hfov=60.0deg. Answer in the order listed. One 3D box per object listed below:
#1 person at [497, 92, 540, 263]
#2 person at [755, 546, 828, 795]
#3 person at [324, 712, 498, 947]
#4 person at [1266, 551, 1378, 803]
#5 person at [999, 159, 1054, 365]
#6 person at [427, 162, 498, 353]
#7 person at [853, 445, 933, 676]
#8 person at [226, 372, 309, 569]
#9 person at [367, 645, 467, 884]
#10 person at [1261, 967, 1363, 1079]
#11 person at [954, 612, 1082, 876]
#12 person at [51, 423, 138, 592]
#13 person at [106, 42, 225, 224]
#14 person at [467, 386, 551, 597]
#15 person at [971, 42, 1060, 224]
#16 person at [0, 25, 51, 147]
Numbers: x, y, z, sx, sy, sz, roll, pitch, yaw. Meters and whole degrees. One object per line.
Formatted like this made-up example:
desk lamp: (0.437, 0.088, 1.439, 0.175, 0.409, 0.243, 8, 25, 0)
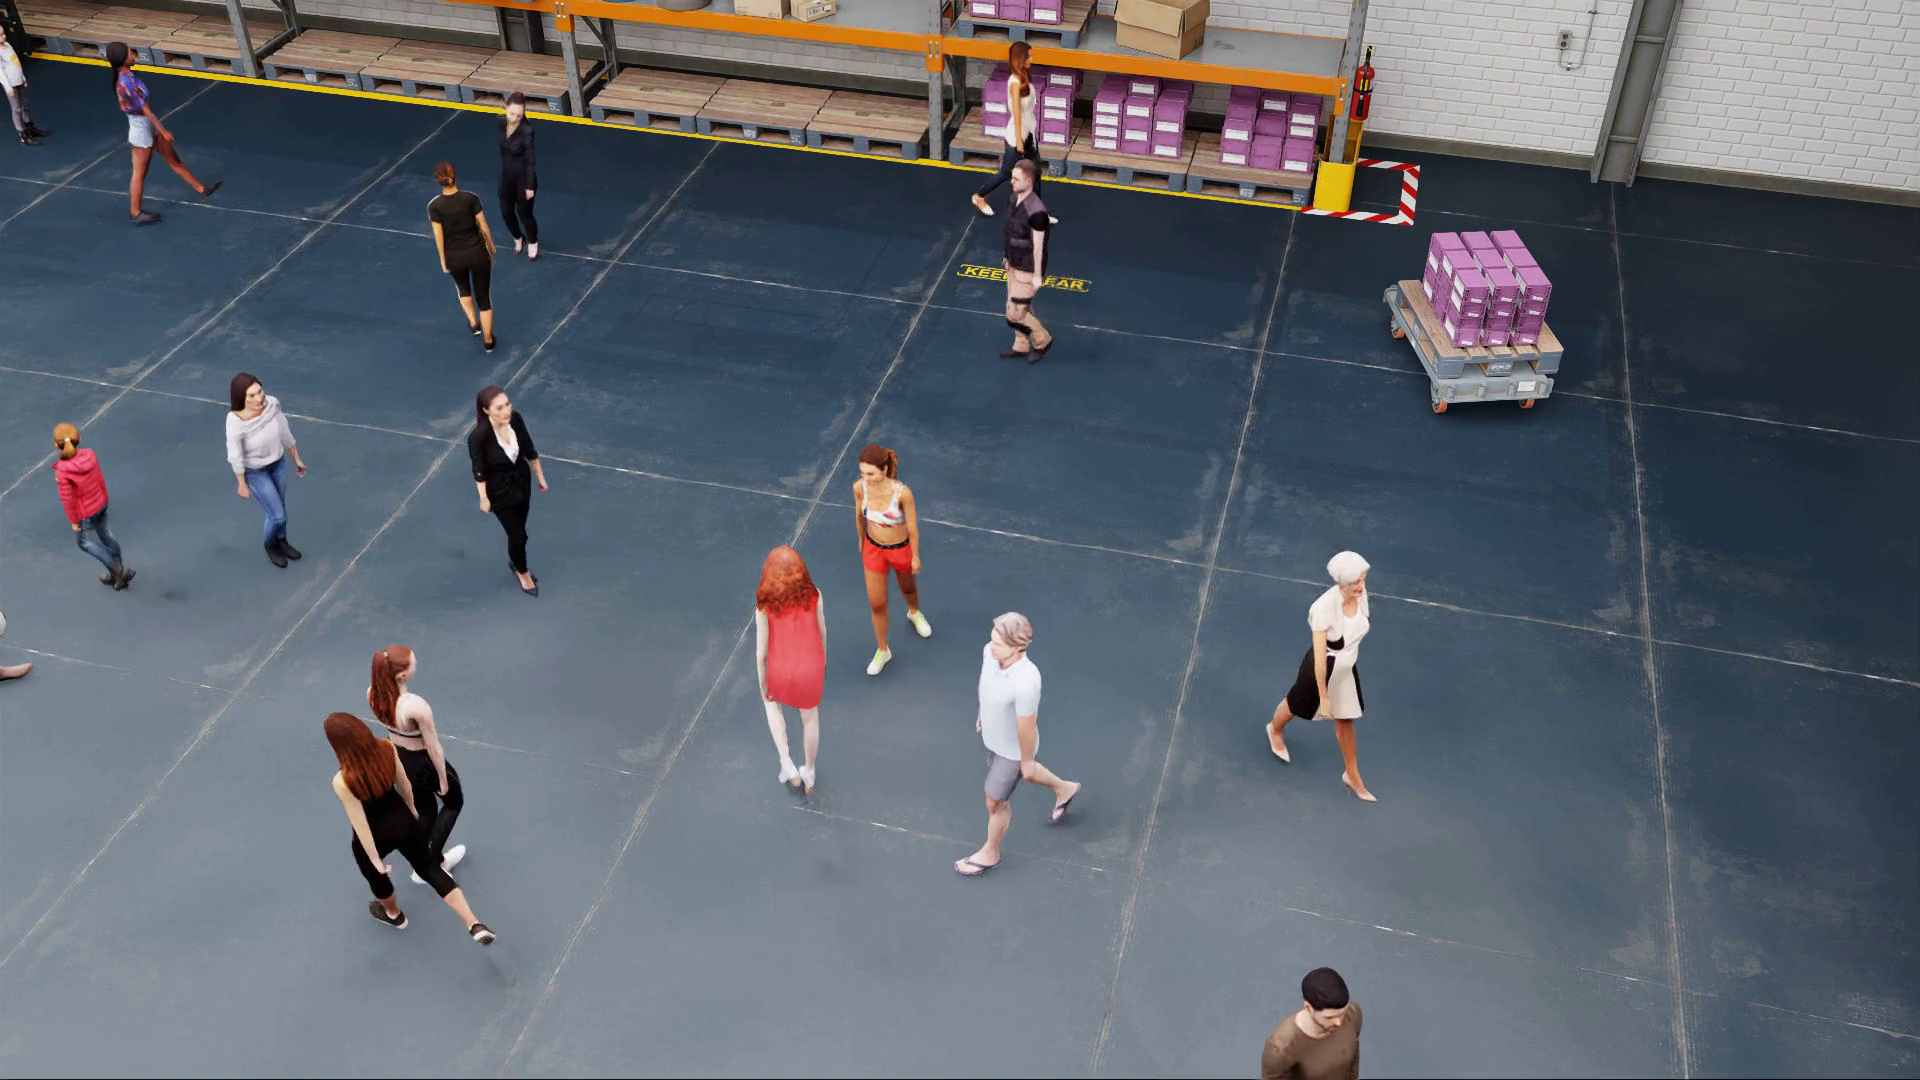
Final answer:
person: (-3.946, -3.220, 14.898, 0.571, 1.664, 0.772, 30, 47, 32)
person: (-0.930, 0.835, 9.700, 0.691, 1.814, 0.773, -13, 40, -16)
person: (-2.980, 1.607, 8.831, 1.188, 1.693, 0.859, 25, 45, 28)
person: (2.101, 0.742, 9.899, 1.055, 1.712, 1.173, -24, 44, -27)
person: (0.614, -2.256, 13.560, 0.883, 1.828, 0.837, -14, 41, -17)
person: (-4.082, -2.306, 13.766, 0.807, 1.649, 0.844, -6, 39, -8)
person: (-0.424, 0.039, 10.750, 0.829, 1.748, 0.656, 7, 39, 9)
person: (-4.883, -0.503, 11.535, 0.660, 1.615, 0.653, 16, 41, 19)
person: (-3.044, 1.314, 9.163, 0.647, 1.736, 0.697, 15, 41, 18)
person: (1.531, 2.508, 7.562, 1.059, 1.868, 1.160, -22, 44, -25)
person: (0.370, 1.101, 9.375, 1.204, 1.803, 1.085, -15, 41, -18)
person: (-5.902, -0.194, 11.397, 0.593, 1.303, 0.532, 10, 40, 12)
person: (-7.726, -3.761, 15.549, 1.175, 1.697, 1.093, -18, 42, -21)
person: (-3.134, -0.373, 11.346, 0.706, 1.647, 0.696, 22, 44, 25)
person: (0.467, -3.774, 15.523, 1.109, 1.750, 0.663, 13, 40, 16)
person: (-9.726, -4.692, 17.051, 0.557, 1.277, 0.541, -1, 39, -2)
